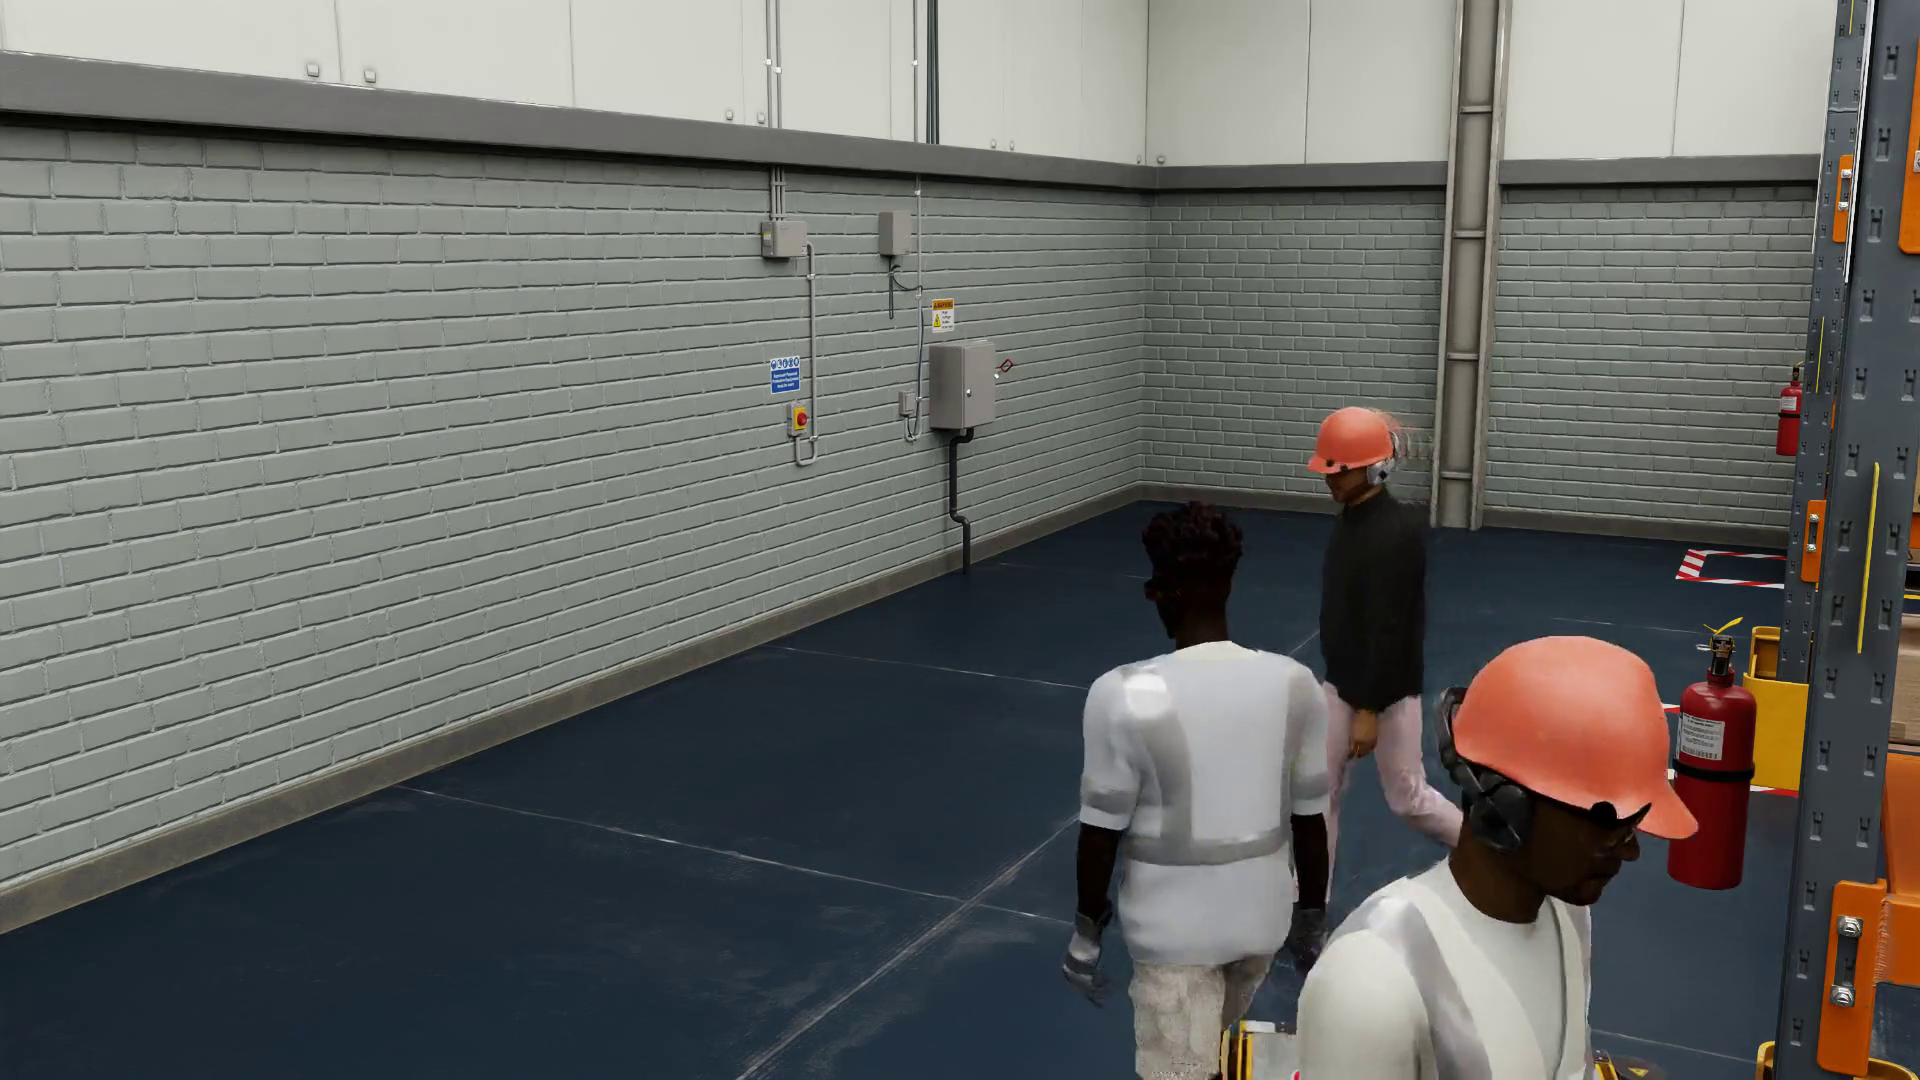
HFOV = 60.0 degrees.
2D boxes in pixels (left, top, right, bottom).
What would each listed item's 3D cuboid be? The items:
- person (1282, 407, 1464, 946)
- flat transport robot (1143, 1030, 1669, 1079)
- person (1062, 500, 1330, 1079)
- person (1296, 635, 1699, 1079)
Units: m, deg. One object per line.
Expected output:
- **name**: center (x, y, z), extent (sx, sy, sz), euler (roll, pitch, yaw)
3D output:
- **person**: center (1.528, 0.493, 5.837), extent (0.962, 1.948, 0.617), euler (-2, 11, -12)
- **flat transport robot**: center (1.202, 1.572, 4.500), extent (1.431, 0.197, 0.652), euler (2, 11, 11)
- **person**: center (0.578, 0.877, 3.816), extent (0.612, 1.934, 0.896), euler (-5, 12, -27)
- **person**: center (0.753, 1.121, 2.233), extent (0.901, 2.000, 0.634), euler (9, 14, 41)
